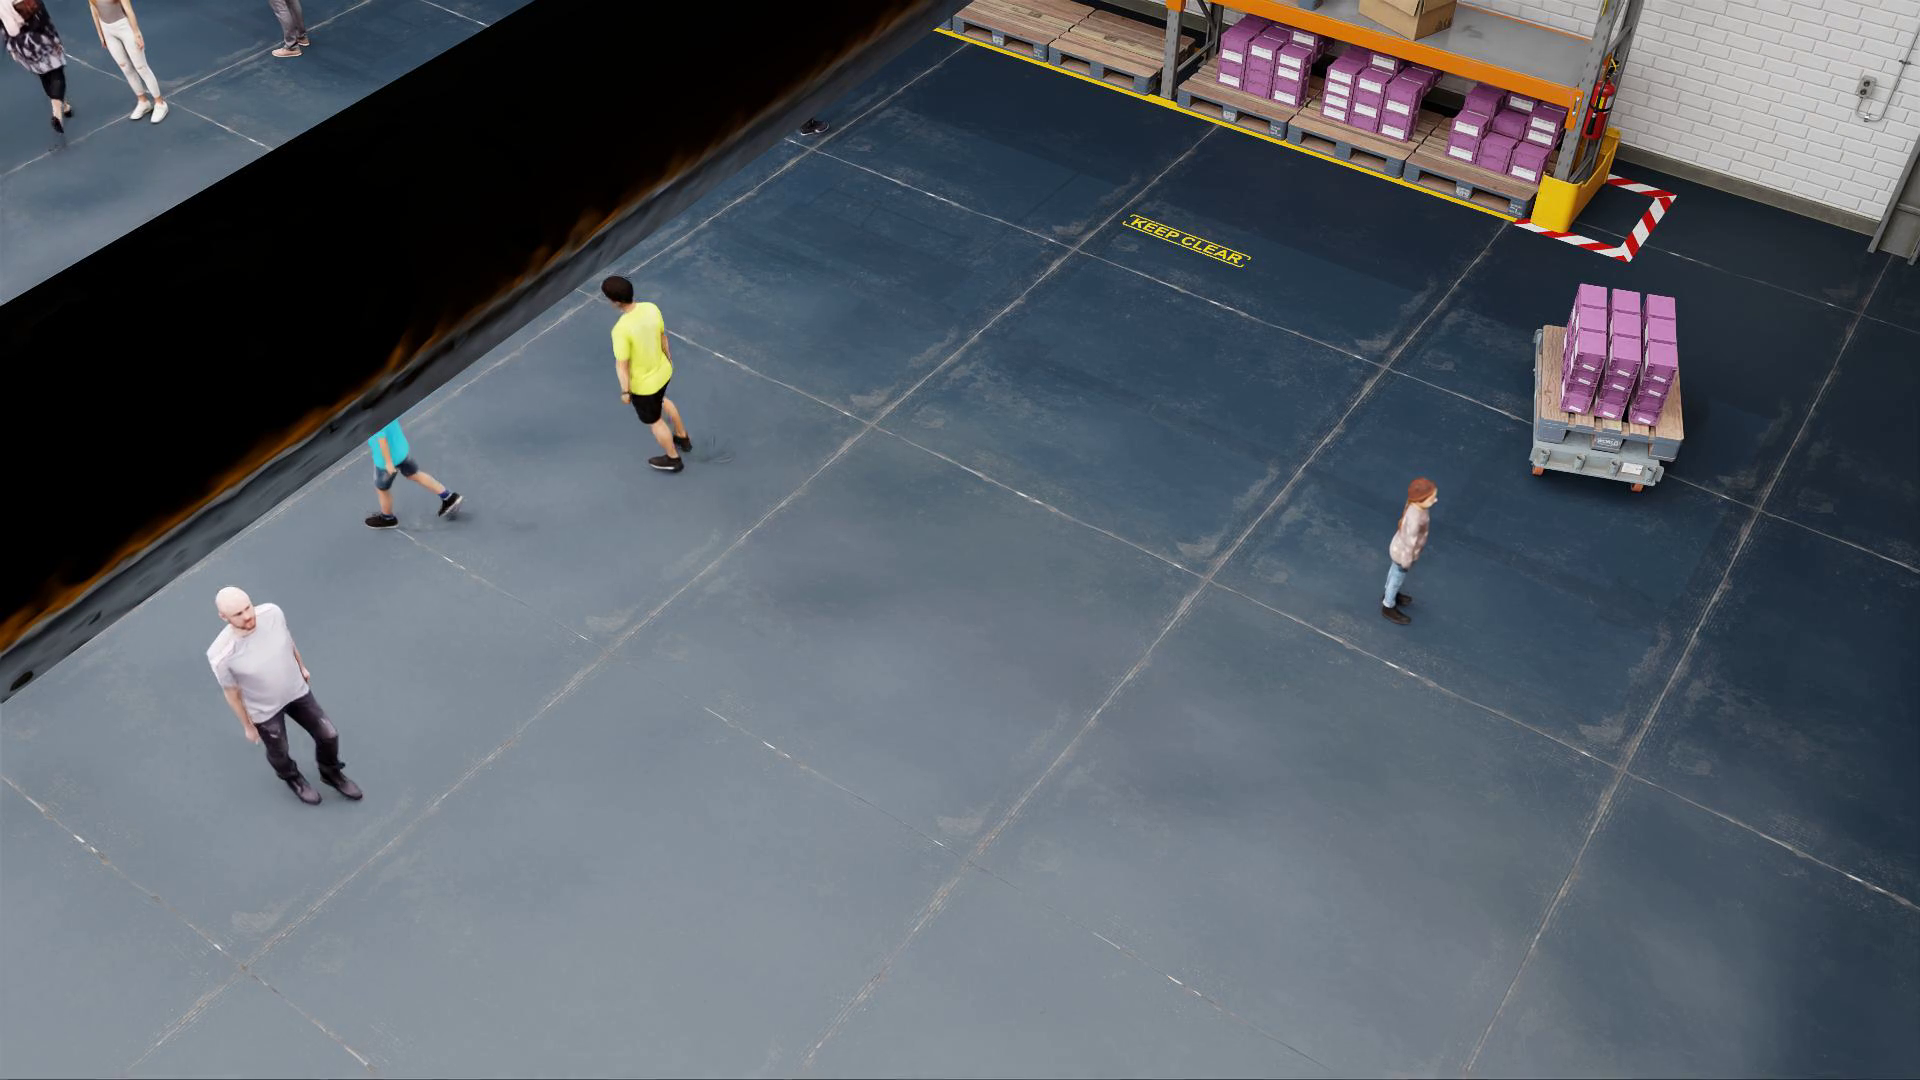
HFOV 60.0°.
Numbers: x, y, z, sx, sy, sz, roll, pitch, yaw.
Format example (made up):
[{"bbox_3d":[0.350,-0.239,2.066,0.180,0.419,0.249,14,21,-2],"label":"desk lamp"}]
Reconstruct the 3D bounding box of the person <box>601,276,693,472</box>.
[{"bbox_3d":[-2.231,-1.203,12.176,0.688,1.671,0.688,27,50,26],"label":"person"}]

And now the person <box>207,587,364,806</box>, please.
[{"bbox_3d":[-4.115,0.900,9.864,0.708,1.815,0.674,26,49,24],"label":"person"}]

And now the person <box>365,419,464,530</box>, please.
[{"bbox_3d":[-3.972,-0.657,11.779,0.998,1.428,0.870,-1,44,-1],"label":"person"}]

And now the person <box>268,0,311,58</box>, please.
[{"bbox_3d":[-7.026,-5.888,16.899,0.720,1.938,0.737,7,44,7],"label":"person"}]

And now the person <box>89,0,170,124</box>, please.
[{"bbox_3d":[-8.054,-4.871,15.991,0.599,1.718,0.728,7,44,7],"label":"person"}]

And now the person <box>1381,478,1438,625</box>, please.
[{"bbox_3d":[3.012,0.040,11.217,0.541,1.194,0.528,13,45,13],"label":"person"}]

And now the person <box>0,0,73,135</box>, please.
[{"bbox_3d":[-8.791,-4.639,15.827,0.999,1.609,1.085,-10,45,-11],"label":"person"}]
